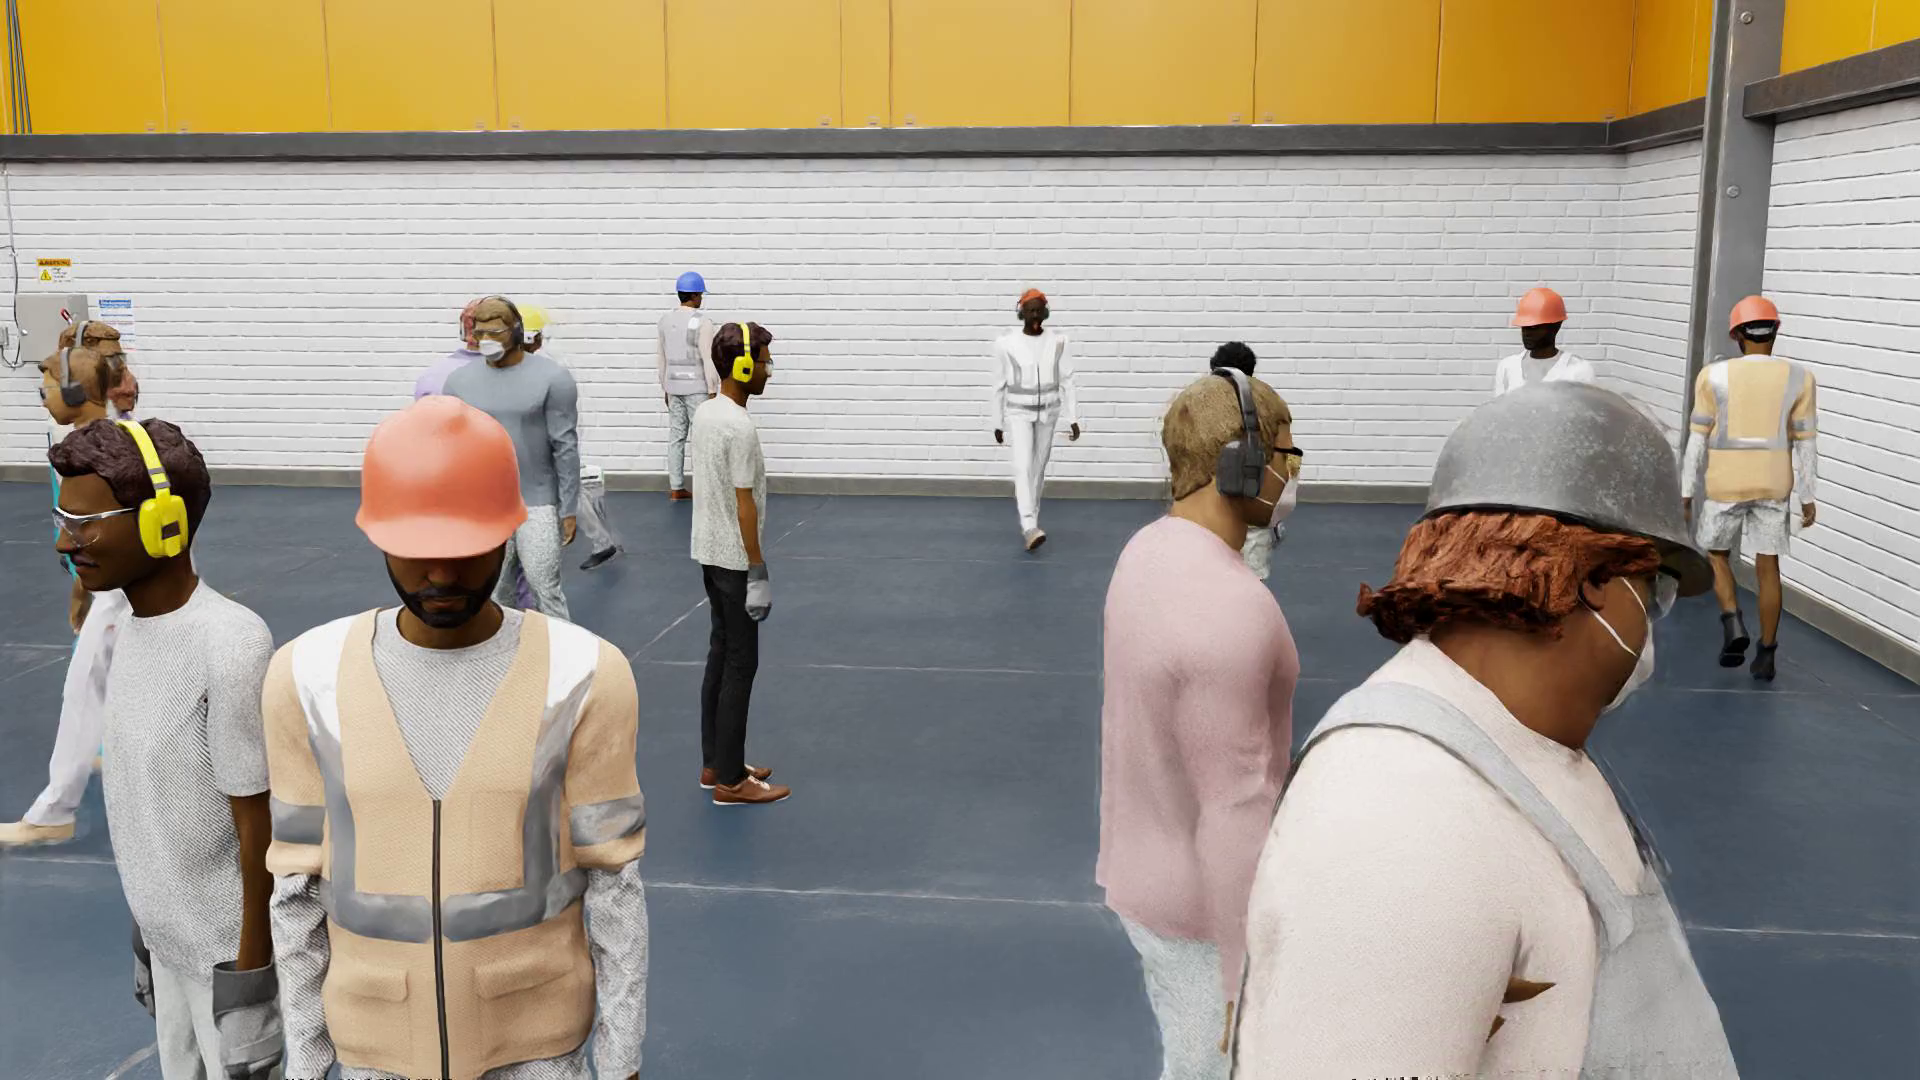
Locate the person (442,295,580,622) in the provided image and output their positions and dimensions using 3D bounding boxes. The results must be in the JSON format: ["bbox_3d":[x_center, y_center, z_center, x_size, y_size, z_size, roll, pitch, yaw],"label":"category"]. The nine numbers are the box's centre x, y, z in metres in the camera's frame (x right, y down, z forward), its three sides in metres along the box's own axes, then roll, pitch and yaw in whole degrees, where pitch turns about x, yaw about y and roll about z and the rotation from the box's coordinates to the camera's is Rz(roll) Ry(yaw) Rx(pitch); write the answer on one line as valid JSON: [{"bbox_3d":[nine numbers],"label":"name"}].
[{"bbox_3d":[-2.036,-0.144,7.572,0.641,1.928,0.386,1,10,7],"label":"person"}]

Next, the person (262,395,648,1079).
[{"bbox_3d":[-0.744,0.741,2.502,0.550,1.925,0.390,-1,10,-7],"label":"person"}]

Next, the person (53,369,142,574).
[{"bbox_3d":[-3.728,0.030,7.413,0.524,1.631,0.324,-6,12,-31],"label":"person"}]

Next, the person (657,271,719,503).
[{"bbox_3d":[-2.250,-1.263,13.904,0.618,1.945,0.394,7,12,35],"label":"person"}]

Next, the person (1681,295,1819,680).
[{"bbox_3d":[3.922,-0.256,8.274,0.650,1.900,0.518,4,11,19],"label":"person"}]

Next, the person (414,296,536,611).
[{"bbox_3d":[-2.225,-0.196,7.921,0.643,1.908,0.399,0,10,0],"label":"person"}]

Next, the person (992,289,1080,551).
[{"bbox_3d":[0.557,-0.851,11.863,0.581,1.839,0.956,-3,10,-15],"label":"person"}]

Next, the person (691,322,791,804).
[{"bbox_3d":[-0.855,0.096,6.404,0.343,1.857,0.521,-5,11,-26],"label":"person"}]

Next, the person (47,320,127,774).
[{"bbox_3d":[-3.493,0.031,6.794,0.331,1.844,0.519,-2,10,-12],"label":"person"}]

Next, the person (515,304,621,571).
[{"bbox_3d":[-2.716,-0.650,10.895,0.958,1.785,0.582,-5,11,-28],"label":"person"}]

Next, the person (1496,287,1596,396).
[{"bbox_3d":[2.997,-0.344,8.684,0.376,1.933,0.551,-9,14,-43],"label":"person"}]

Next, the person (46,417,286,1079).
[{"bbox_3d":[-1.297,0.716,2.839,0.510,1.861,0.324,9,13,42],"label":"person"}]

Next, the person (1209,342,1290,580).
[{"bbox_3d":[1.285,-0.096,7.946,0.578,1.700,0.349,2,10,9],"label":"person"}]

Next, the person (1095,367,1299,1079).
[{"bbox_3d":[0.429,0.657,2.983,0.540,1.934,0.649,-1,10,-6],"label":"person"}]
